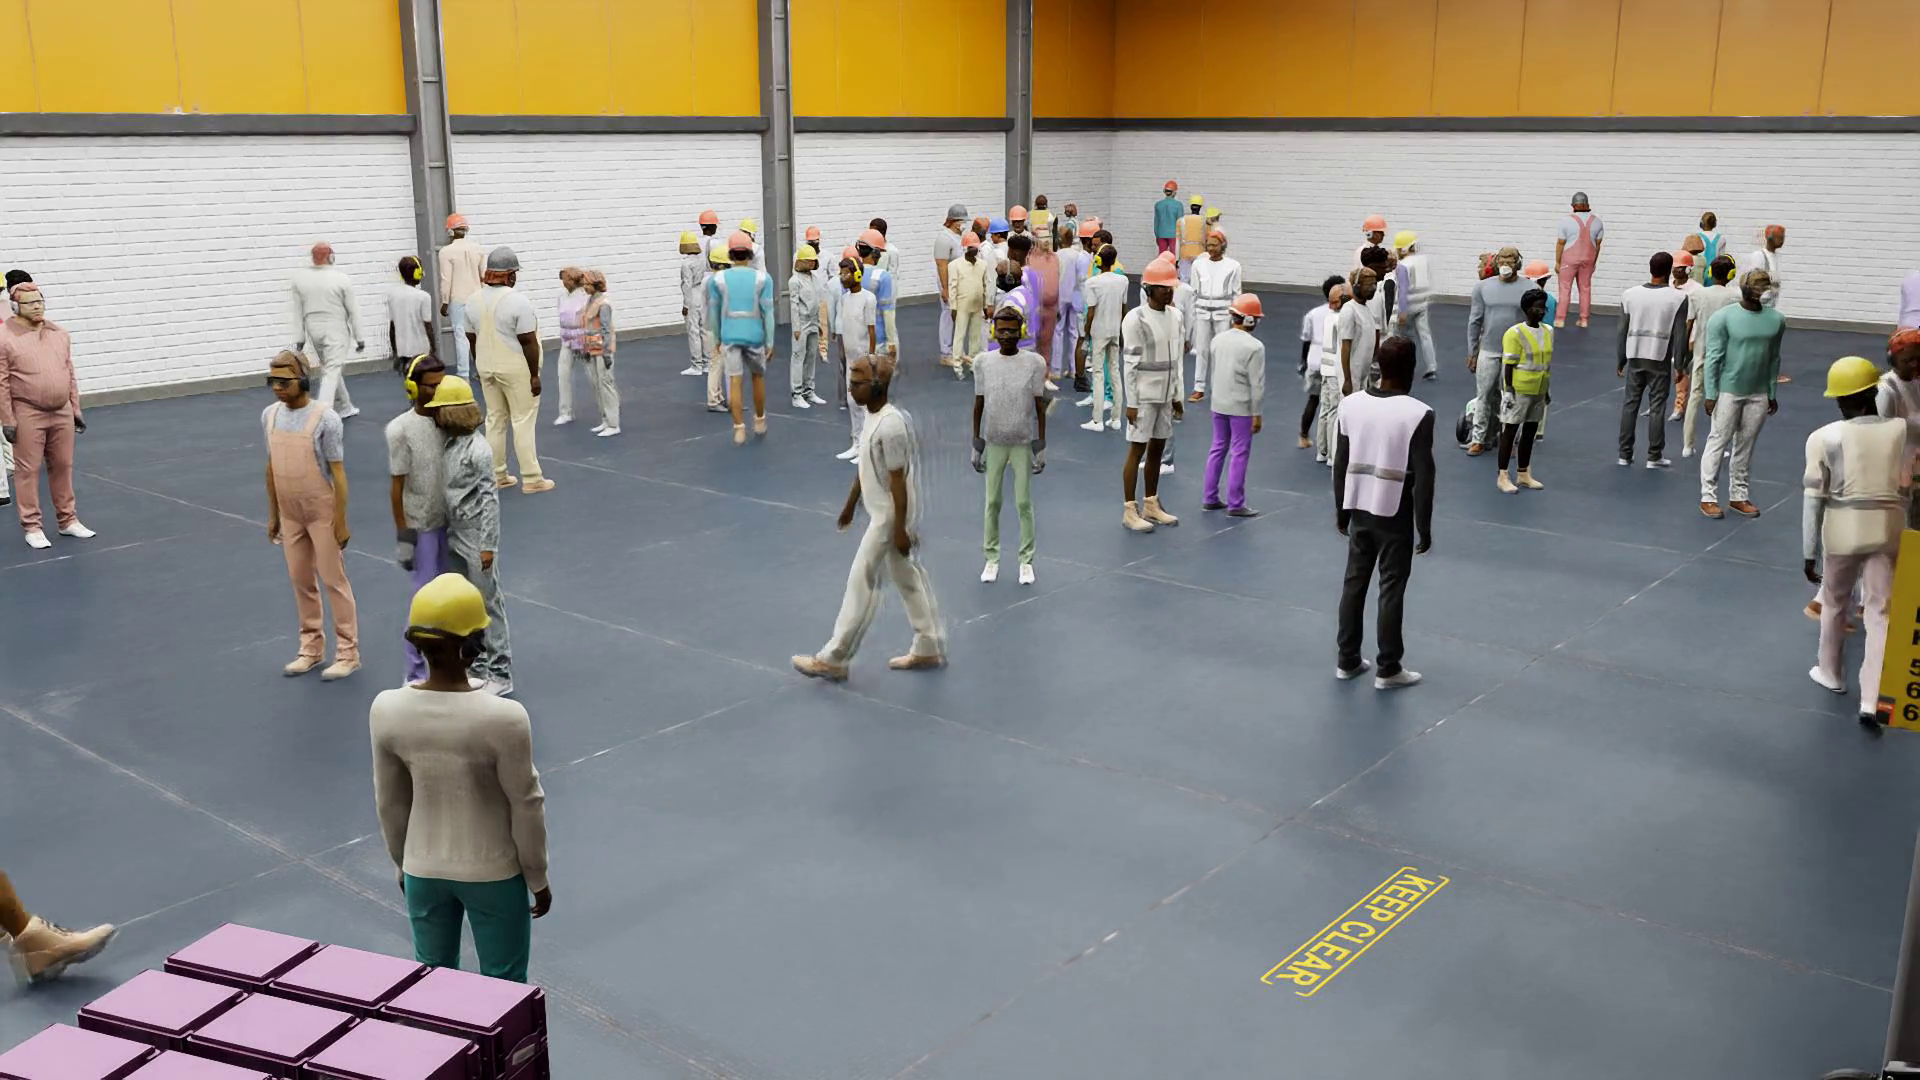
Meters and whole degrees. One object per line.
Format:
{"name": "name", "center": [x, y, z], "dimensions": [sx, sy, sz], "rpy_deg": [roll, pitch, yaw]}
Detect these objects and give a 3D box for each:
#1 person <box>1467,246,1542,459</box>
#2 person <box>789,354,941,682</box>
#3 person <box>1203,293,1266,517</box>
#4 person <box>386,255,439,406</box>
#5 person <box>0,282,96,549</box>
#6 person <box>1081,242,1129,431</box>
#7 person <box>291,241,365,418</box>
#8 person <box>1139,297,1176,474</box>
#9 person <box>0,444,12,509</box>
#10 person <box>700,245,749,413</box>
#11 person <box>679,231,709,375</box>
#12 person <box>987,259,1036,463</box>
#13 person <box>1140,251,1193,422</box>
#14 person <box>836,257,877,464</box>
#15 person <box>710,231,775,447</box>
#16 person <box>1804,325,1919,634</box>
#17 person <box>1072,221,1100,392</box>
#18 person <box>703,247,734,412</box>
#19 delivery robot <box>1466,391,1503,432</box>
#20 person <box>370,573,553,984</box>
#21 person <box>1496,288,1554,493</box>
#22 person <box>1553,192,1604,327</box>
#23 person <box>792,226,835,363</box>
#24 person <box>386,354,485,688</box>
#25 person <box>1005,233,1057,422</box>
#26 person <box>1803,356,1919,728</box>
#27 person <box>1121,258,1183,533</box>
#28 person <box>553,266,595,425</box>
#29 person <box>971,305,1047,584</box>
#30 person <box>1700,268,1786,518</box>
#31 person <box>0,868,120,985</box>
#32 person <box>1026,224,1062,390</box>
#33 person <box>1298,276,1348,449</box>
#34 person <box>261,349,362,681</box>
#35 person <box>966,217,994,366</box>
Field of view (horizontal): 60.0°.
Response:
{"name": "person", "center": [4.963, -1.713, 15.227], "dimensions": [0.636, 1.938, 0.354], "rpy_deg": [6, 15, 22]}
{"name": "person", "center": [-0.524, -0.116, 9.128], "dimensions": [0.933, 1.802, 0.538], "rpy_deg": [-2, 14, -8]}
{"name": "person", "center": [2.181, -1.052, 13.003], "dimensions": [0.377, 1.739, 0.577], "rpy_deg": [-9, 17, -32]}
{"name": "person", "center": [-5.051, -1.684, 15.300], "dimensions": [0.536, 1.845, 0.578], "rpy_deg": [6, 15, 24]}
{"name": "person", "center": [-6.661, -0.909, 12.079], "dimensions": [0.408, 1.909, 0.638], "rpy_deg": [7, 16, 26]}
{"name": "person", "center": [1.437, -2.021, 16.589], "dimensions": [0.513, 1.877, 0.328], "rpy_deg": [-8, 16, -29]}
{"name": "person", "center": [-6.412, -2.091, 16.919], "dimensions": [0.654, 1.863, 1.022], "rpy_deg": [2, 14, 9]}
{"name": "person", "center": [1.742, -1.391, 14.557], "dimensions": [0.269, 1.632, 0.504], "rpy_deg": [-2, 14, -9]}
{"name": "person", "center": [-7.847, -1.138, 13.174], "dimensions": [0.591, 1.824, 0.405], "rpy_deg": [14, 19, 43]}
{"name": "person", "center": [-2.505, -2.238, 17.678], "dimensions": [0.533, 1.766, 0.314], "rpy_deg": [8, 16, 29]}
{"name": "person", "center": [-3.282, -2.898, 20.361], "dimensions": [0.300, 1.741, 0.494], "rpy_deg": [4, 15, 15]}
{"name": "person", "center": [0.461, -1.608, 15.029], "dimensions": [0.428, 1.836, 0.623], "rpy_deg": [3, 14, 12]}
{"name": "person", "center": [2.100, -2.074, 17.039], "dimensions": [0.561, 1.753, 0.330], "rpy_deg": [-1, 14, -5]}
{"name": "person", "center": [-0.934, -1.620, 15.033], "dimensions": [0.338, 1.857, 0.525], "rpy_deg": [-10, 17, -35]}
{"name": "person", "center": [-2.082, -1.949, 16.025], "dimensions": [0.613, 2.006, 0.946], "rpy_deg": [-1, 14, -4]}
{"name": "person", "center": [5.536, -0.374, 10.032], "dimensions": [0.480, 1.874, 0.733], "rpy_deg": [12, 18, 39]}
{"name": "person", "center": [1.462, -2.666, 19.038], "dimensions": [0.354, 1.939, 0.544], "rpy_deg": [0, 14, 1]}
{"name": "person", "center": [-2.548, -2.228, 17.667], "dimensions": [0.341, 1.754, 0.531], "rpy_deg": [0, 14, -2]}
{"name": "delivery robot", "center": [5.157, -1.278, 16.103], "dimensions": [0.477, 0.478, 0.707], "rpy_deg": [9, 16, 31]}
{"name": "person", "center": [-1.443, 0.961, 4.889], "dimensions": [0.522, 1.770, 0.310], "rpy_deg": [3, 14, 12]}
{"name": "person", "center": [4.713, -1.238, 13.820], "dimensions": [0.542, 1.695, 0.316], "rpy_deg": [-8, 16, -29]}
{"name": "person", "center": [9.283, -4.233, 25.088], "dimensions": [0.683, 2.000, 0.535], "rpy_deg": [-1, 14, -4]}
{"name": "person", "center": [-1.864, -3.131, 21.264], "dimensions": [0.561, 1.753, 0.332], "rpy_deg": [-1, 14, -5]}
{"name": "person", "center": [-2.799, -0.065, 8.817], "dimensions": [0.348, 1.861, 0.535], "rpy_deg": [5, 15, 20]}
{"name": "person", "center": [0.657, -2.104, 16.768], "dimensions": [0.609, 1.944, 0.624], "rpy_deg": [5, 15, 20]}
{"name": "person", "center": [4.647, -0.007, 8.579], "dimensions": [0.619, 1.856, 1.003], "rpy_deg": [4, 15, 17]}
{"name": "person", "center": [1.474, -1.088, 12.515], "dimensions": [0.609, 2.044, 0.394], "rpy_deg": [-13, 19, -41]}
{"name": "person", "center": [-3.899, -2.024, 17.147], "dimensions": [0.507, 1.605, 0.784], "rpy_deg": [7, 16, 26]}
{"name": "person", "center": [0.325, -0.628, 11.052], "dimensions": [0.511, 1.863, 0.327], "rpy_deg": [2, 14, 10]}
{"name": "person", "center": [6.062, -1.133, 12.908], "dimensions": [0.631, 1.940, 0.369], "rpy_deg": [-2, 14, -10]}
{"name": "person", "center": [-3.595, 0.669, 5.629], "dimensions": [1.109, 1.974, 0.618], "rpy_deg": [-4, 15, -15]}
{"name": "person", "center": [0.921, -2.635, 18.974], "dimensions": [0.655, 1.906, 0.407], "rpy_deg": [-12, 18, -40]}
{"name": "person", "center": [3.388, -1.602, 15.379], "dimensions": [0.470, 1.652, 0.721], "rpy_deg": [-12, 18, -40]}
{"name": "person", "center": [-3.578, -0.134, 9.134], "dimensions": [0.508, 1.838, 0.345], "rpy_deg": [5, 15, 20]}
{"name": "person", "center": [0.273, -3.078, 20.793], "dimensions": [0.359, 1.884, 0.573], "rpy_deg": [-2, 14, -6]}
